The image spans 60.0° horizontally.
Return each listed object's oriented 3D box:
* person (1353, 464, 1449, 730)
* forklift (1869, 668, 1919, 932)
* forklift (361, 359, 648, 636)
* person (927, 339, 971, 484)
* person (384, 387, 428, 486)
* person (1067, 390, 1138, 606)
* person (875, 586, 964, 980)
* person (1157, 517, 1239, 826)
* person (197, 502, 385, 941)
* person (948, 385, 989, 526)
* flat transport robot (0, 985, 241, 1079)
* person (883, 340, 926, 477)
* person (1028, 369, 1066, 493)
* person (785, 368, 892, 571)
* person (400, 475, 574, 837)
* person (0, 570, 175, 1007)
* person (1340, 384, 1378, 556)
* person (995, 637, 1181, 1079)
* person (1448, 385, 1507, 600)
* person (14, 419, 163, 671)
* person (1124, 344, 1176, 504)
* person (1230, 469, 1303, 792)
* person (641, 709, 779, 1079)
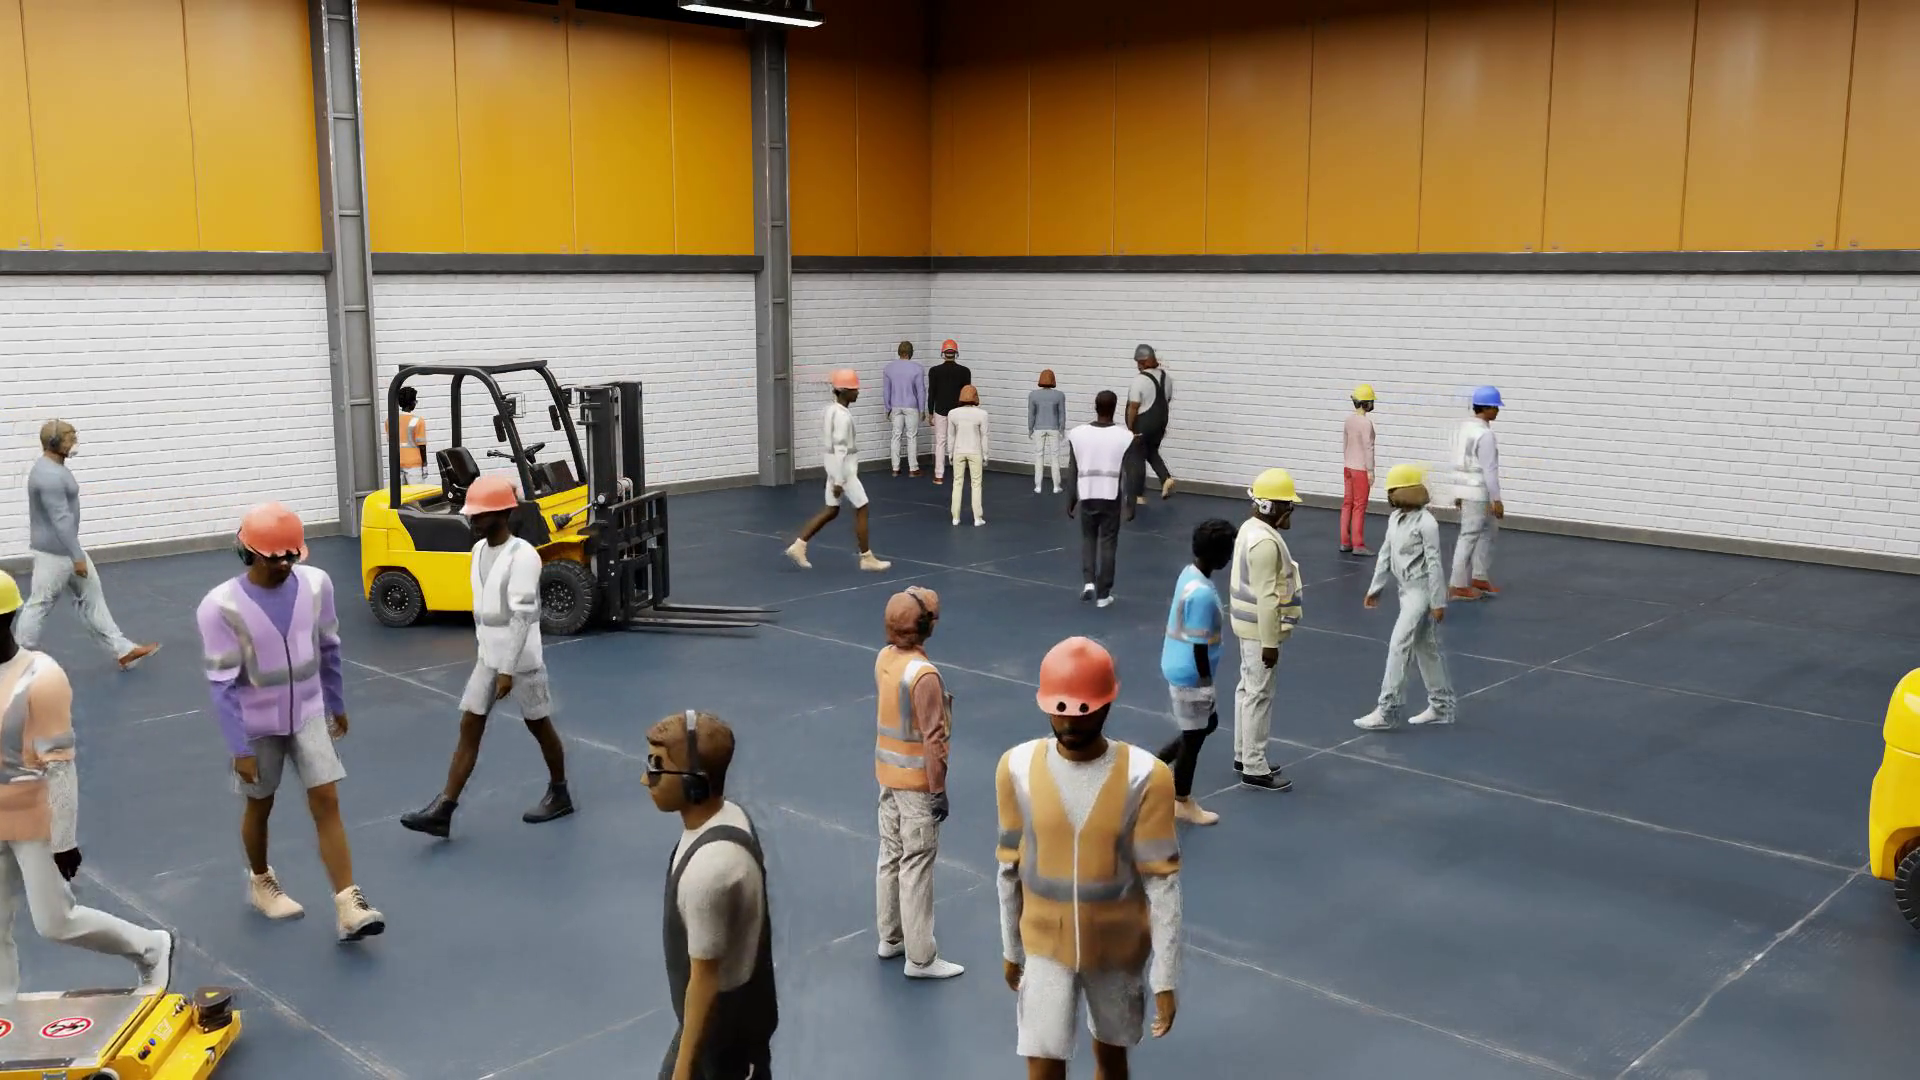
[{"bbox_3d":[2.821,0.368,10.668,0.808,1.705,0.493,-1,9,-8],"label":"person"},{"bbox_3d":[5.205,0.723,7.013,2.313,2.155,1.214,9,13,43],"label":"forklift"},{"bbox_3d":[-3.850,-0.407,13.936,2.313,2.155,1.214,2,9,11],"label":"forklift"},{"bbox_3d":[-0.141,-1.756,22.850,0.617,1.990,0.402,-1,9,-9],"label":"person"},{"bbox_3d":[-5.962,-0.812,17.972,0.530,1.689,0.321,4,10,22],"label":"person"},{"bbox_3d":[1.253,-0.364,14.570,0.615,1.899,0.464,3,10,16],"label":"person"},{"bbox_3d":[-0.199,1.007,6.950,0.309,1.645,0.514,-5,10,-27],"label":"person"},{"bbox_3d":[1.217,0.701,8.727,0.457,1.668,0.570,1,9,6],"label":"person"},{"bbox_3d":[-2.915,0.795,7.259,0.933,1.981,0.685,9,13,44],"label":"person"},{"bbox_3d":[0.095,-0.974,19.164,0.497,1.627,0.287,3,10,16],"label":"person"},{"bbox_3d":[-3.431,1.851,5.974,1.431,0.197,0.652,-1,9,-7],"label":"flat transport robot"},{"bbox_3d":[-0.781,-1.858,23.616,0.635,1.937,0.353,4,10,21],"label":"person"},{"bbox_3d":[1.141,-1.431,21.932,0.501,1.633,0.281,1,9,7],"label":"person"},{"bbox_3d":[-1.211,-0.673,16.171,0.993,2.008,0.611,-3,10,-16],"label":"person"},{"bbox_3d":[-2.433,0.613,8.606,0.555,1.882,1.005,7,12,37],"label":"person"},{"bbox_3d":[-3.435,1.003,6.228,0.592,1.899,0.795,5,10,26],"label":"person"},{"bbox_3d":[4.131,-0.719,17.158,0.315,1.770,0.524,-2,10,-15],"label":"person"},{"bbox_3d":[0.356,1.220,4.880,0.571,1.884,0.978,2,9,13],"label":"person"},{"bbox_3d":[4.667,-0.406,14.740,0.661,1.921,0.631,0,9,3],"label":"person"},{"bbox_3d":[-6.365,0.076,11.921,1.025,1.880,0.657,-4,10,-22],"label":"person"},{"bbox_3d":[2.338,-1.453,20.820,0.697,2.000,0.622,-8,12,-39],"label":"person"},{"bbox_3d":[1.742,0.502,9.477,0.403,1.827,0.601,0,9,2],"label":"person"},{"bbox_3d":[-0.629,1.331,4.529,0.977,1.798,0.520,-2,9,-11],"label":"person"}]
